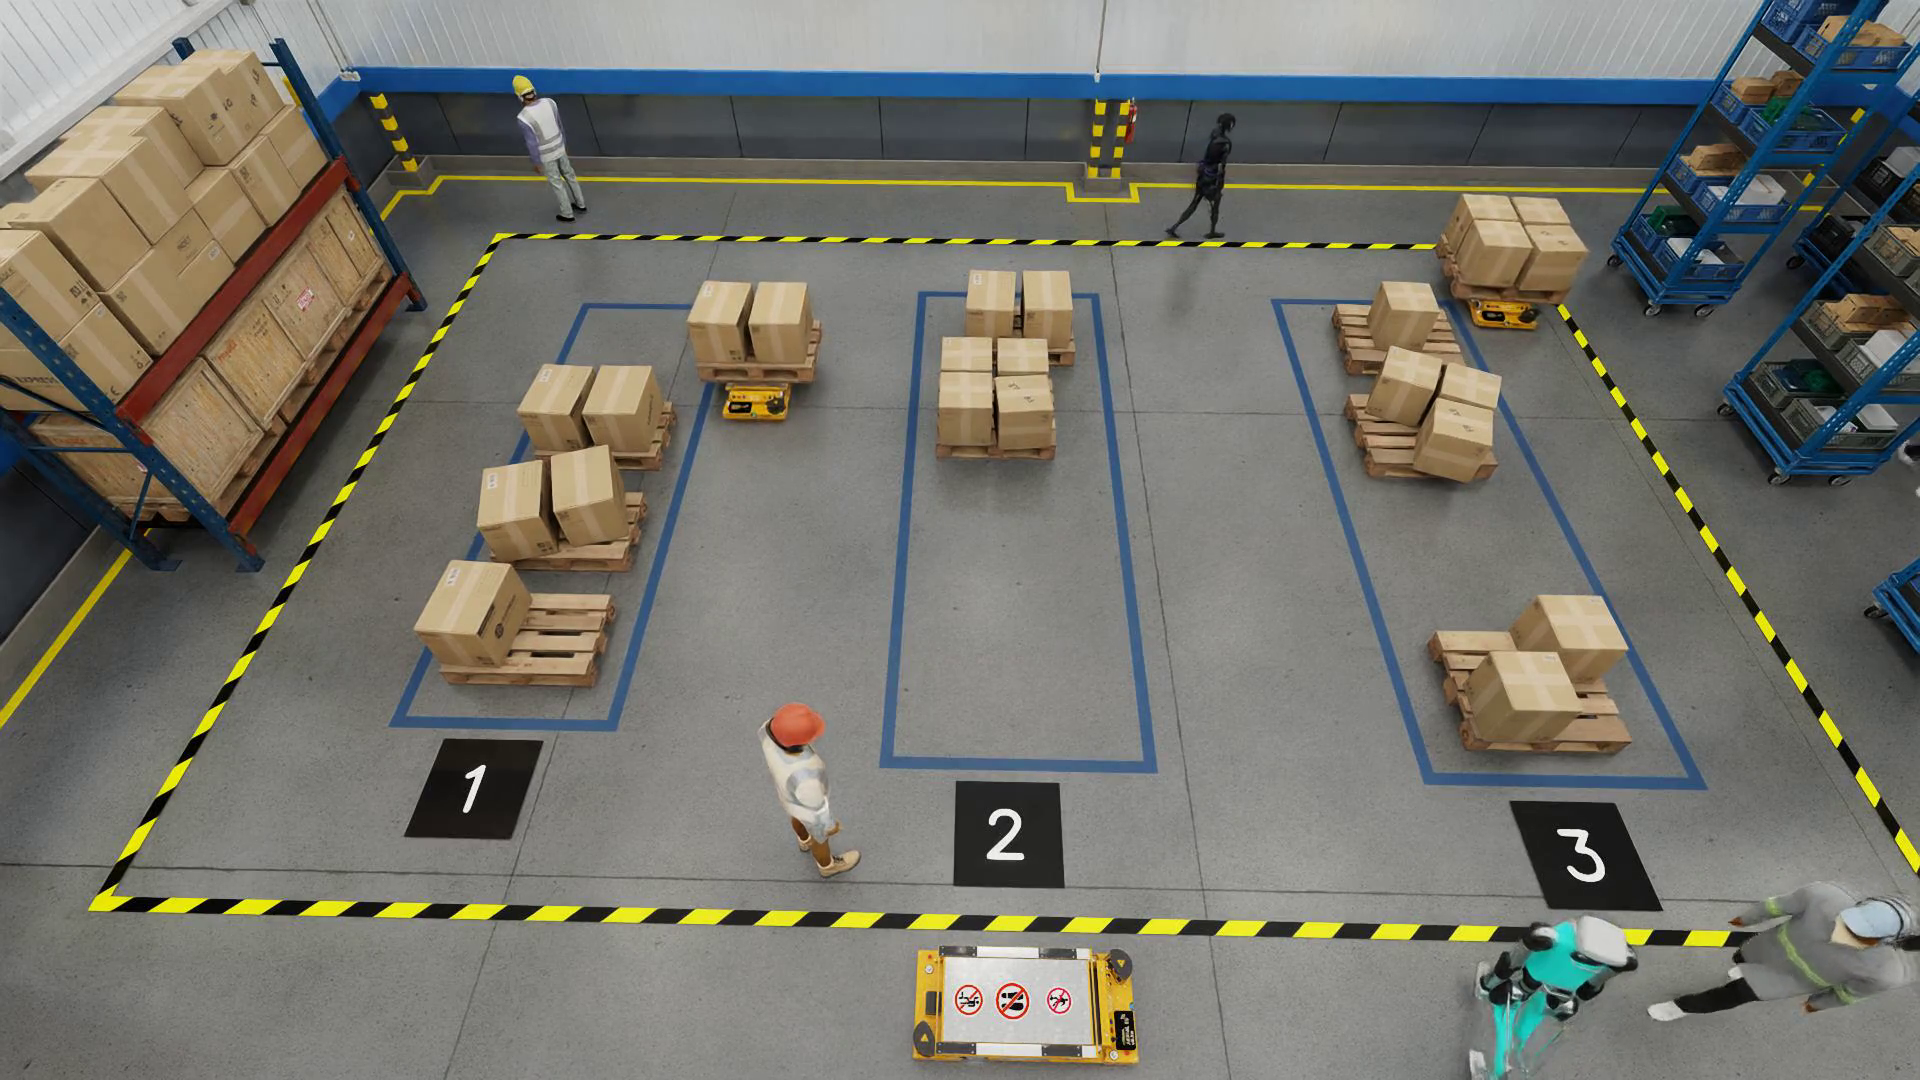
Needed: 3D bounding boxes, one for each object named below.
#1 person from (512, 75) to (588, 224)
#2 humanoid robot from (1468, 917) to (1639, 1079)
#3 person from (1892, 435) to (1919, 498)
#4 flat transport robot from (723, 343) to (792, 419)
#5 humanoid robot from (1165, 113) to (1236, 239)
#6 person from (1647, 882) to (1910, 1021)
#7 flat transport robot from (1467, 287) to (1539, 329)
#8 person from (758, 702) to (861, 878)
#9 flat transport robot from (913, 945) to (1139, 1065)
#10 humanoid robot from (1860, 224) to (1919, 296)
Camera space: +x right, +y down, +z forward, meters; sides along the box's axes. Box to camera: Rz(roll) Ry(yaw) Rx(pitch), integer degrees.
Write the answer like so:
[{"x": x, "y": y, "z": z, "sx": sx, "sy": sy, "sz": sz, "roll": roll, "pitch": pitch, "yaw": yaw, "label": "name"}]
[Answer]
[{"x": -5.131, "y": -4.843, "z": 11.431, "sx": 0.404, "sy": 1.821, "sz": 0.590, "roll": 22, "pitch": 54, "yaw": 17, "label": "person"}, {"x": 3.304, "y": 2.750, "z": 5.283, "sx": 0.535, "sy": 1.721, "sz": 1.008, "roll": 11, "pitch": 52, "yaw": 9, "label": "humanoid robot"}, {"x": 9.473, "y": -1.173, "z": 8.441, "sx": 0.538, "sy": 1.819, "sz": 0.964, "roll": 0, "pitch": 51, "yaw": 0, "label": "person"}, {"x": -2.140, "y": -1.878, "z": 9.999, "sx": 0.652, "sy": 0.197, "sz": 1.431, "roll": 1, "pitch": 51, "yaw": 1, "label": "flat transport robot"}, {"x": 3.022, "y": -4.418, "z": 11.222, "sx": 0.772, "sy": 1.646, "sz": 0.608, "roll": -7, "pitch": 51, "yaw": -6, "label": "humanoid robot"}, {"x": 5.003, "y": 2.480, "z": 5.467, "sx": 0.854, "sy": 1.821, "sz": 0.597, "roll": -7, "pitch": 51, "yaw": -6, "label": "person"}, {"x": 6.366, "y": -3.061, "z": 10.963, "sx": 0.652, "sy": 0.197, "sz": 1.431, "roll": 5, "pitch": 51, "yaw": 4, "label": "flat transport robot"}, {"x": -0.984, "y": 1.648, "z": 6.006, "sx": 0.388, "sy": 2.033, "sz": 0.604, "roll": -31, "pitch": 57, "yaw": -23, "label": "person"}, {"x": 0.422, "y": 3.041, "z": 6.007, "sx": 1.431, "sy": 0.231, "sz": 0.659, "roll": 1, "pitch": 51, "yaw": 1, "label": "flat transport robot"}, {"x": 10.067, "y": -2.925, "z": 9.967, "sx": 0.592, "sy": 1.641, "sz": 0.386, "roll": -35, "pitch": 59, "yaw": -25, "label": "humanoid robot"}]
